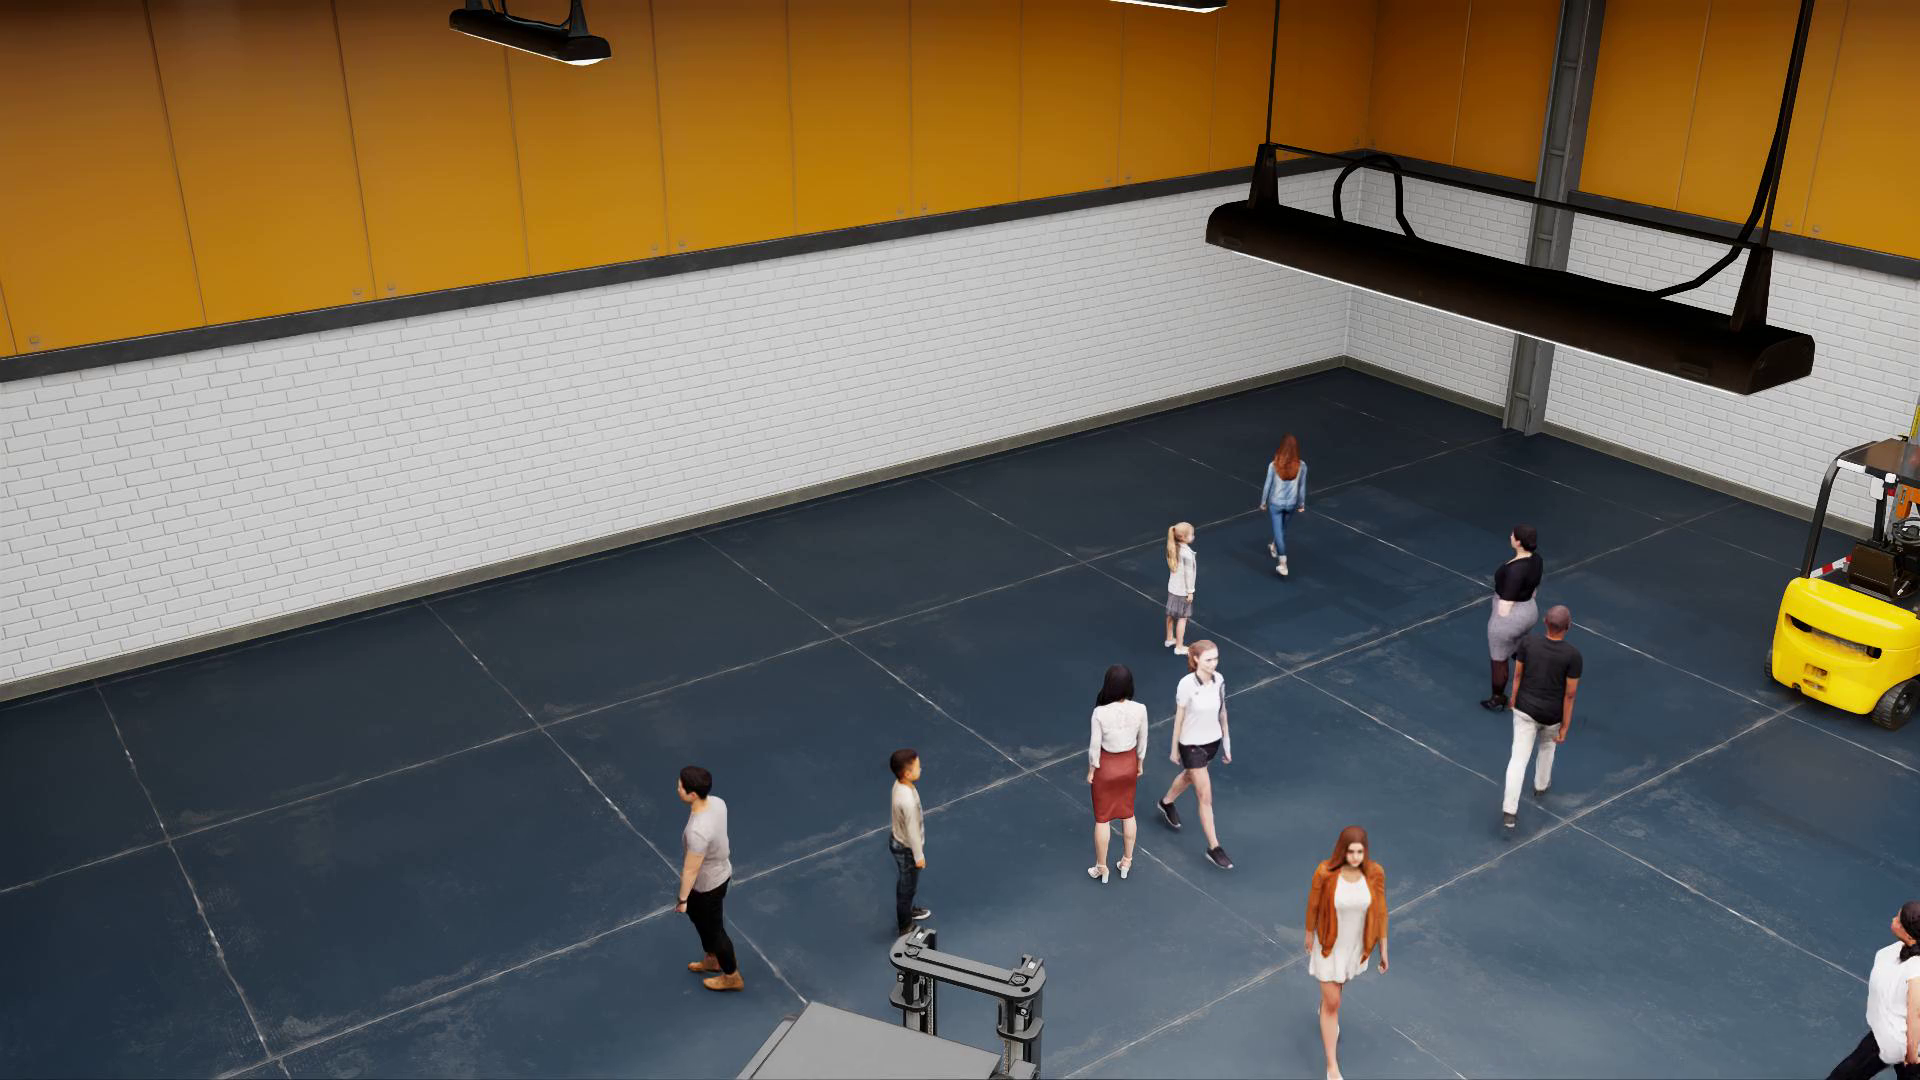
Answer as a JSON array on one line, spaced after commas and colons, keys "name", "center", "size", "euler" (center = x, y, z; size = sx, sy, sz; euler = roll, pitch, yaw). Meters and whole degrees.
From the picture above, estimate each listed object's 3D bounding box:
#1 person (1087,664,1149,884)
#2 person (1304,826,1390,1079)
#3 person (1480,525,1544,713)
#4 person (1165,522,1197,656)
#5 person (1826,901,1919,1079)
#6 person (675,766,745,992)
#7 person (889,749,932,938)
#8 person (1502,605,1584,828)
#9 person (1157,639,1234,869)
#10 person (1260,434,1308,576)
[{"name": "person", "center": [1.118, 1.683, 11.980], "size": [0.650, 1.751, 0.606], "euler": [-8, 25, -17]}, {"name": "person", "center": [2.359, 2.447, 10.327], "size": [0.954, 1.675, 1.171], "euler": [-2, 24, -5]}, {"name": "person", "center": [4.815, 0.713, 14.205], "size": [0.934, 1.746, 0.770], "euler": [19, 30, 37]}, {"name": "person", "center": [2.051, 0.433, 15.436], "size": [0.614, 1.274, 0.512], "euler": [-9, 25, -20]}, {"name": "person", "center": [5.446, 2.803, 9.532], "size": [1.166, 1.659, 0.850], "euler": [17, 29, 34]}, {"name": "person", "center": [-1.554, 2.217, 10.813], "size": [0.838, 1.708, 0.778], "euler": [4, 24, 10]}, {"name": "person", "center": [-0.373, 2.094, 11.403], "size": [0.687, 1.460, 0.582], "euler": [-4, 24, -10]}, {"name": "person", "center": [4.378, 1.373, 12.678], "size": [1.264, 1.761, 1.101], "euler": [13, 27, 27]}, {"name": "person", "center": [1.736, 1.512, 12.425], "size": [0.630, 1.708, 1.156], "euler": [-13, 27, -27]}, {"name": "person", "center": [3.309, -0.335, 16.982], "size": [0.878, 1.443, 1.061], "euler": [-2, 24, -5]}]
